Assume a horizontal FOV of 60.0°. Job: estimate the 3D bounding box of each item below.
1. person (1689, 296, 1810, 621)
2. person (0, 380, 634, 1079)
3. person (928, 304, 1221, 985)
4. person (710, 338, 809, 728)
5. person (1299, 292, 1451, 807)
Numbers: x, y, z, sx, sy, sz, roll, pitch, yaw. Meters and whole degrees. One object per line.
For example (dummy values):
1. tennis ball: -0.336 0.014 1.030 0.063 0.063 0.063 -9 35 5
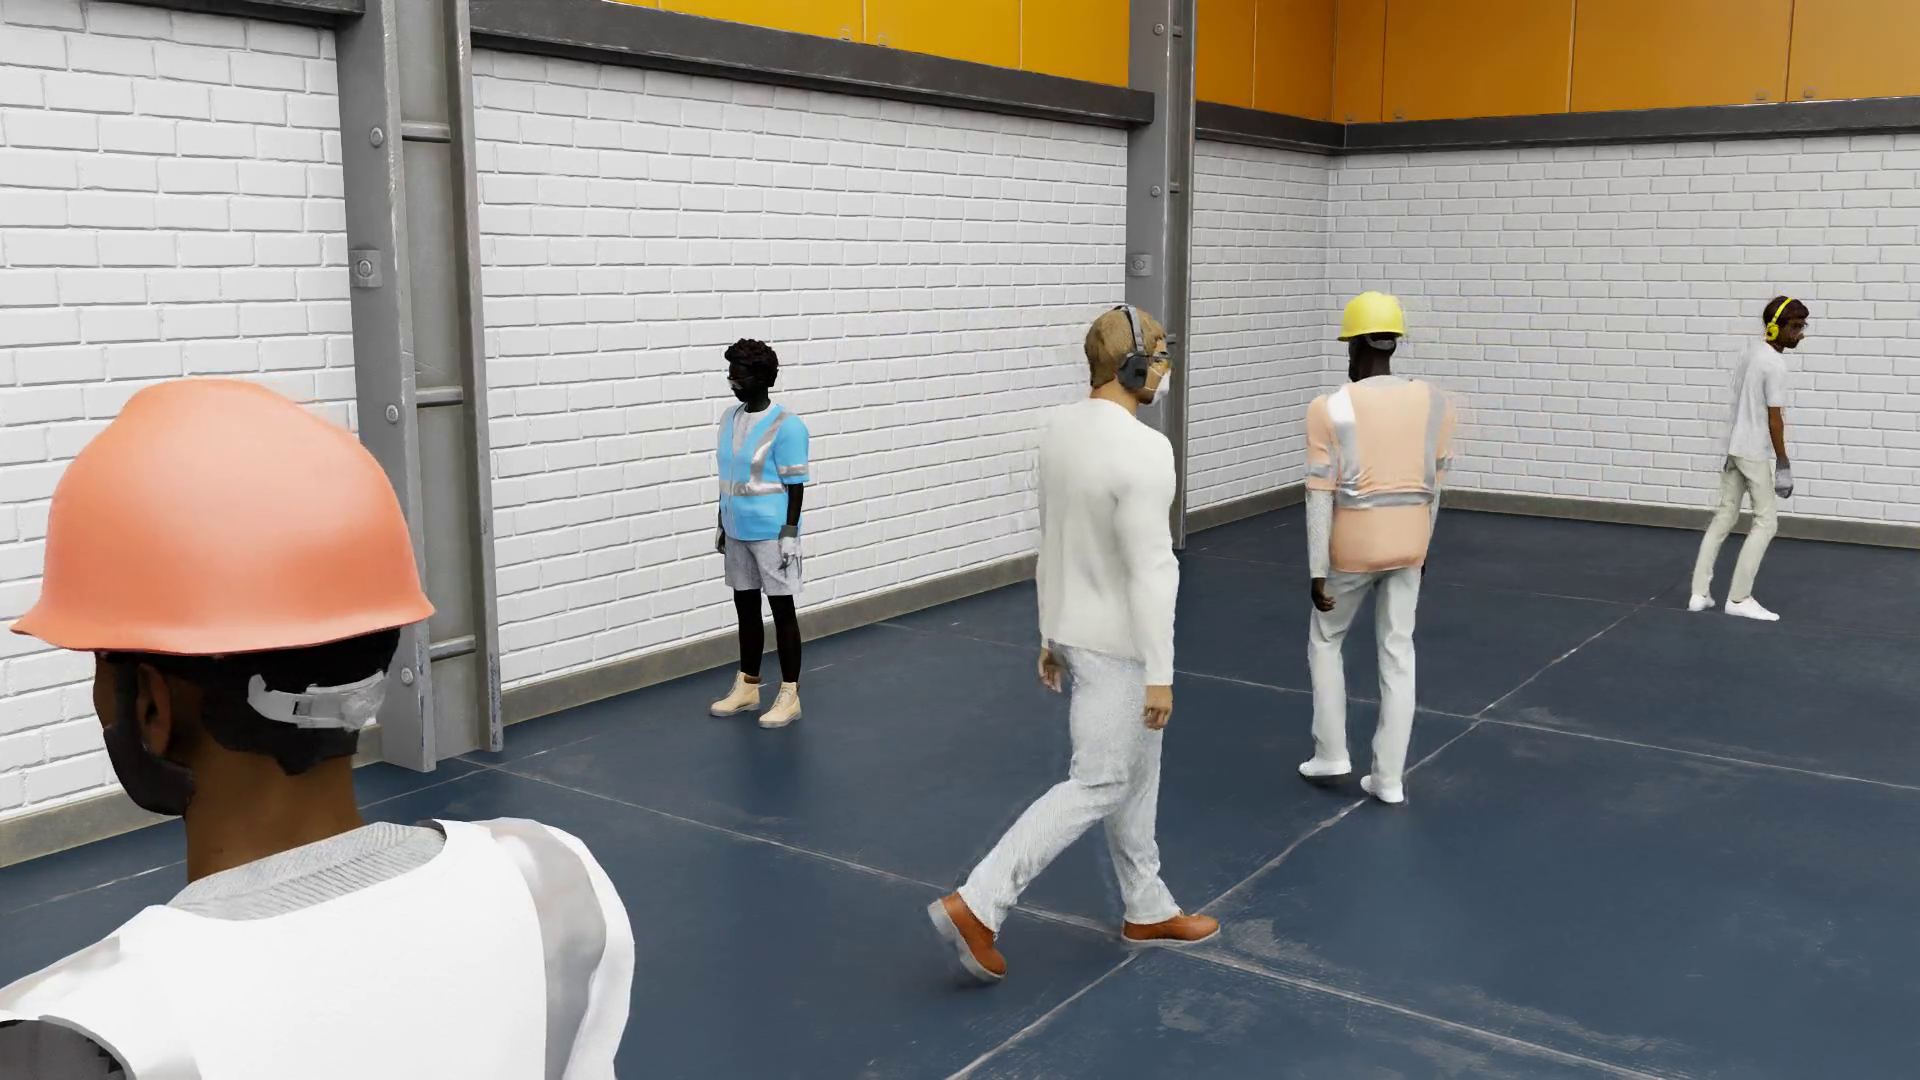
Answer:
1. person: 4.445 -0.458 9.418 0.460 1.829 0.618 1 10 4
2. person: -0.505 0.846 1.305 0.362 1.936 0.552 6 11 34
3. person: 0.334 0.301 4.662 0.894 1.918 0.644 -3 10 -18
4. person: -0.879 -0.031 7.262 0.531 1.692 0.320 8 13 41
5. person: 1.531 0.032 6.268 0.592 1.905 0.621 -1 10 -8
